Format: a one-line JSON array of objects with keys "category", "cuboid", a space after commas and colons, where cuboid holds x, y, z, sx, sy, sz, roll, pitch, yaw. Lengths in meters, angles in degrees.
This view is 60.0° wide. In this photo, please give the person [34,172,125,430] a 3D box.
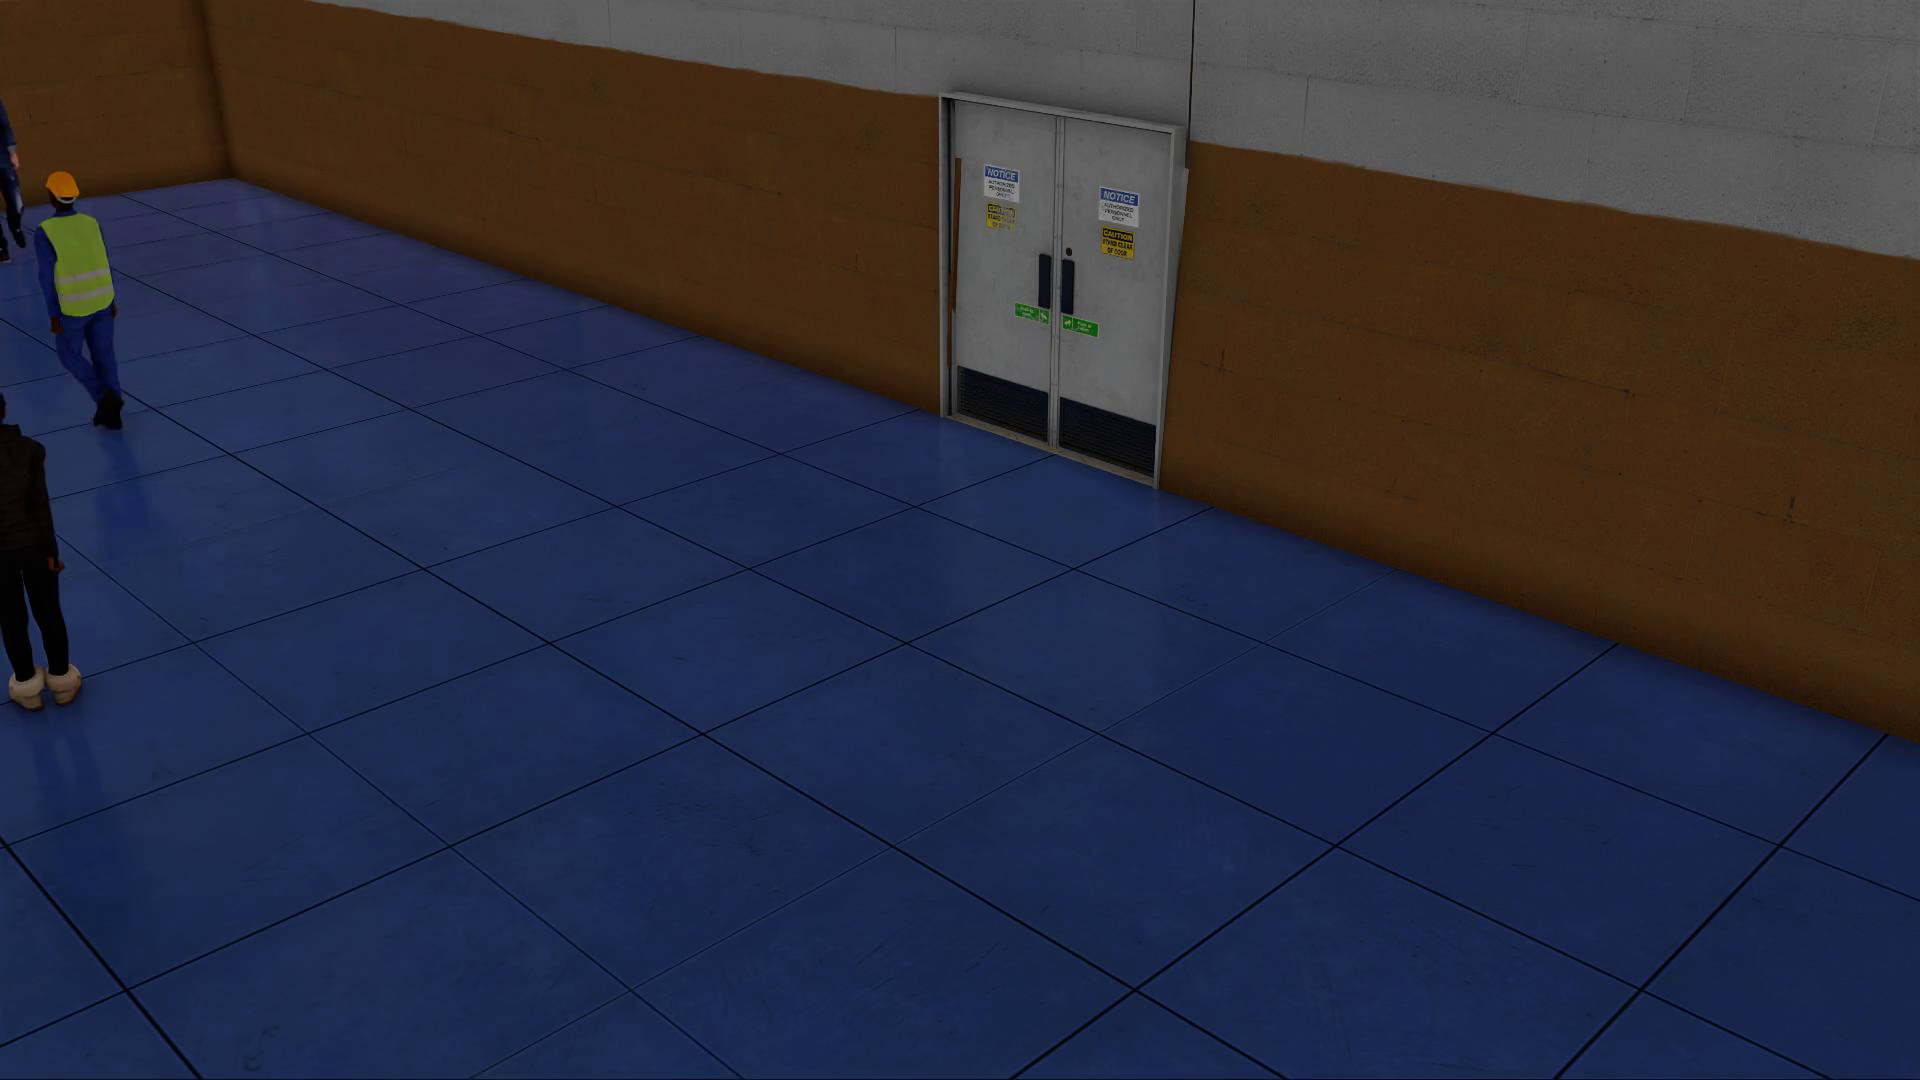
[{"category": "person", "cuboid": [-6.008, -1.607, 11.453, 0.792, 1.802, 0.713, 16, 28, 32]}]

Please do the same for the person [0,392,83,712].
[{"category": "person", "cuboid": [-4.444, 0.055, 7.832, 0.682, 1.660, 0.625, 9, 25, 20]}]

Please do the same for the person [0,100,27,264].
[{"category": "person", "cuboid": [-9.343, -3.603, 16.005, 0.789, 1.810, 0.879, -14, 27, -29]}]
